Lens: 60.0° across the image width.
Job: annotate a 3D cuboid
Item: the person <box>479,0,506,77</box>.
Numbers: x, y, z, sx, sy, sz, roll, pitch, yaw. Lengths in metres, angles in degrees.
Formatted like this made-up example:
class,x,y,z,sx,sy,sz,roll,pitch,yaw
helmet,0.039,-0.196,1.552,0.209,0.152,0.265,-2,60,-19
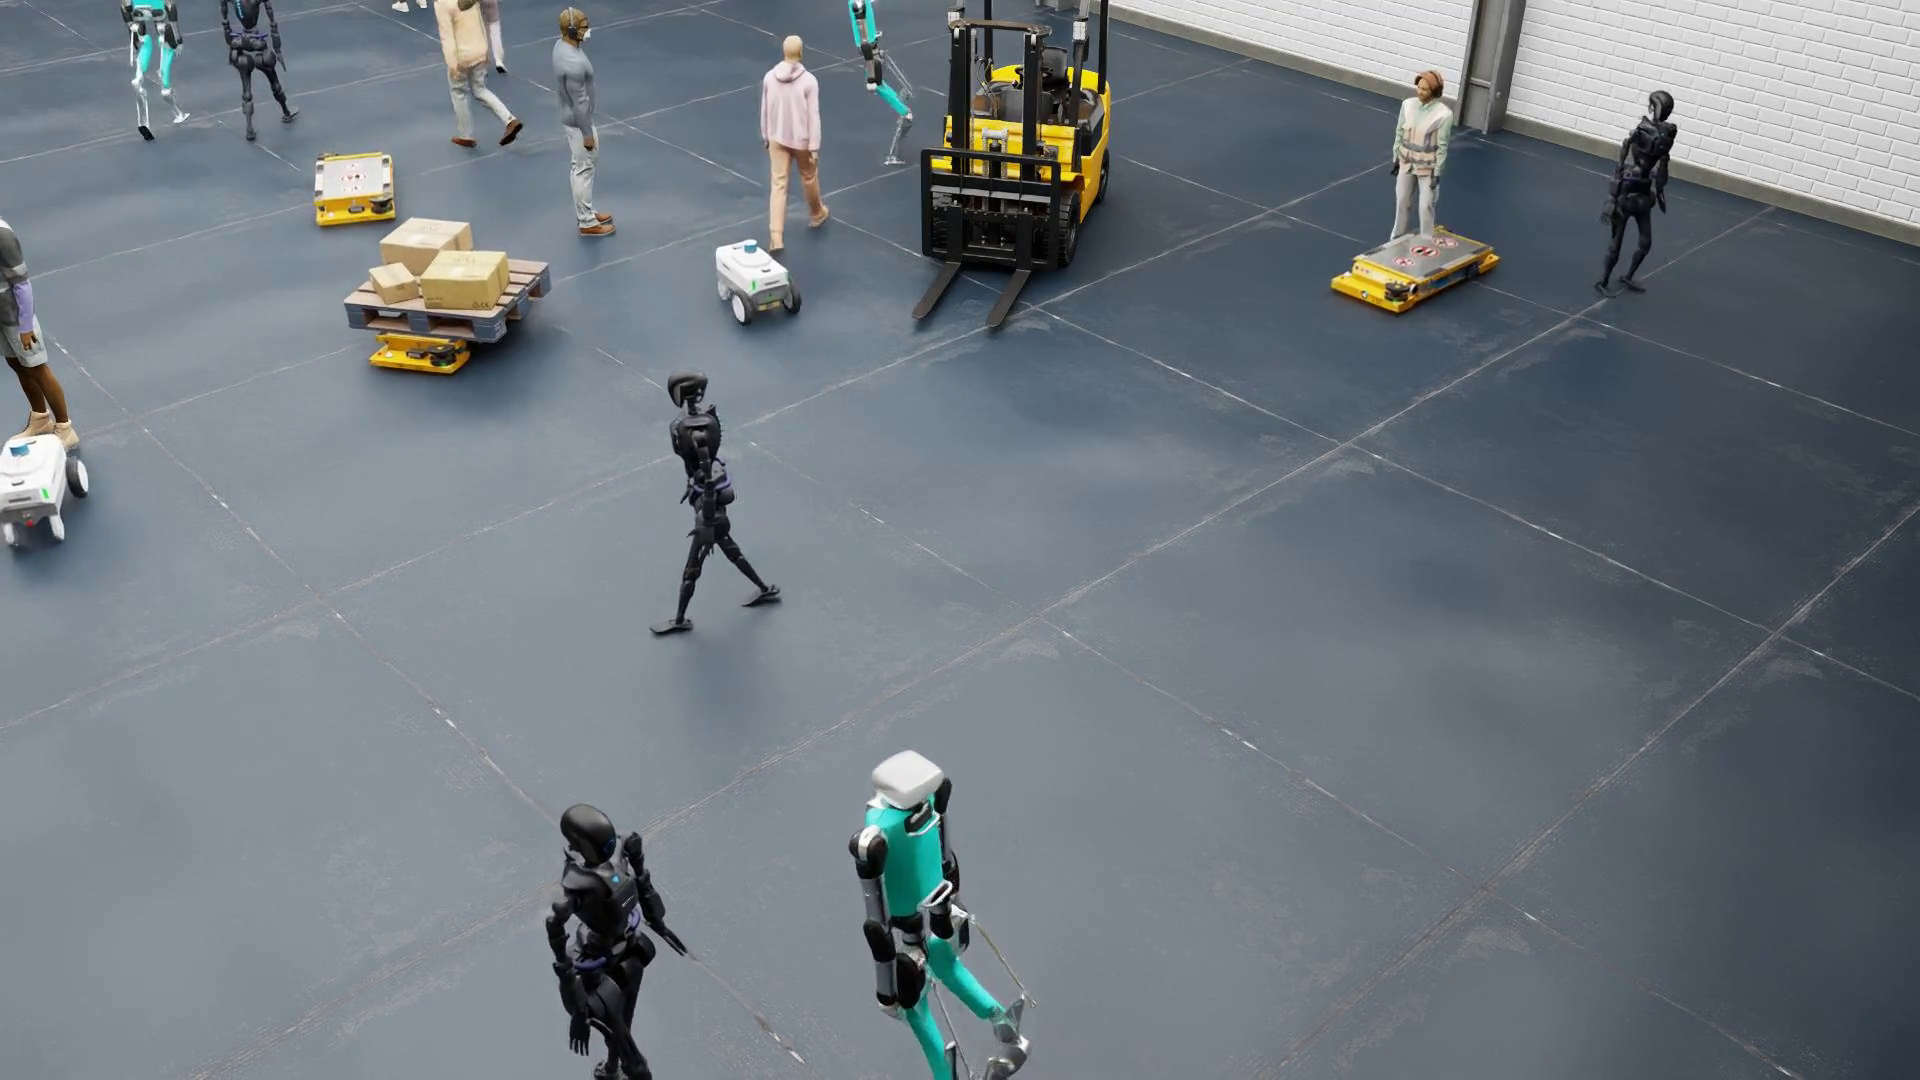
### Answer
class,x,y,z,sx,sy,sz,roll,pitch,yaw
person,-5.159,-5.827,17.763,0.543,1.757,0.329,-12,35,-17

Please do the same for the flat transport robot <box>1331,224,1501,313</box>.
class,x,y,z,sx,sy,sz,roll,pitch,yaw
flat transport robot,3.747,-2.235,13.608,1.431,0.231,0.659,-26,41,-34

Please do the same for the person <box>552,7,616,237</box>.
class,x,y,z,sx,sy,sz,roll,pitch,yaw
person,-3.209,-3.528,14.075,0.362,1.933,0.625,-11,35,-17

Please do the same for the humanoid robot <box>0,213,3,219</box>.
class,x,y,z,sx,sy,sz,roll,pitch,yaw
humanoid robot,-8.697,-3.484,14.186,0.598,1.787,0.808,-8,34,-12

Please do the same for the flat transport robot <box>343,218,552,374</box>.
class,x,y,z,sx,sy,sz,roll,pitch,yaw
flat transport robot,-3.878,-1.689,12.768,0.659,0.231,1.431,7,34,11

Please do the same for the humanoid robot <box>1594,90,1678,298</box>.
class,x,y,z,sx,sy,sz,roll,pitch,yaw
humanoid robot,5.306,-2.713,13.047,0.610,1.645,0.337,-15,36,-22

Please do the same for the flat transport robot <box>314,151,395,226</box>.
class,x,y,z,sx,sy,sz,roll,pitch,yaw
flat transport robot,-5.499,-3.219,15.121,0.659,0.231,1.431,-9,34,-14

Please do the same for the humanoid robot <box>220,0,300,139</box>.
class,x,y,z,sx,sy,sz,roll,pitch,yaw
humanoid robot,-6.945,-4.831,16.344,0.584,1.618,0.774,3,33,4

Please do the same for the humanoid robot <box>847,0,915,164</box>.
class,x,y,z,sx,sy,sz,roll,pitch,yaw
humanoid robot,-0.662,-4.375,15.556,0.745,1.786,0.540,-1,33,-2

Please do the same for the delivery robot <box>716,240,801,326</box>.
class,x,y,z,sx,sy,sz,roll,pitch,yaw
delivery robot,-1.618,-2.048,13.071,0.499,0.608,0.797,-19,38,-26

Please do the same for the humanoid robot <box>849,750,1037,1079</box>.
class,x,y,z,sx,sy,sz,roll,pitch,yaw
humanoid robot,-0.003,1.661,6.322,0.776,1.816,0.559,19,38,27

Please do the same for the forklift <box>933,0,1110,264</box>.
class,x,y,z,sx,sy,sz,roll,pitch,yaw
forklift,0.570,-3.725,14.138,1.214,2.155,2.313,9,34,13

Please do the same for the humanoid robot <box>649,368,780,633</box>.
class,x,y,z,sx,sy,sz,roll,pitch,yaw
humanoid robot,-1.423,-0.237,9.293,0.793,1.628,0.610,-10,34,-15

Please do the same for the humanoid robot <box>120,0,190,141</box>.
class,x,y,z,sx,sy,sz,roll,pitch,yaw
humanoid robot,-7.967,-4.808,16.224,0.541,1.761,0.961,-1,33,-1

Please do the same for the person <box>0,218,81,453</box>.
class,x,y,z,sx,sy,sz,roll,pitch,yaw
person,-6.229,-1.474,10.824,0.604,2.034,0.384,22,39,29

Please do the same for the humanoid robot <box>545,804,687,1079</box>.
class,x,y,z,sx,sy,sz,roll,pitch,yaw
humanoid robot,-1.295,1.632,6.385,0.584,1.639,0.599,16,36,23

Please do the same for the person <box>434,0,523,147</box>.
class,x,y,z,sx,sy,sz,roll,pitch,yaw
person,-4.654,-4.639,15.867,0.725,1.842,0.604,15,36,22

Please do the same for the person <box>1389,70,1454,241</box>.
class,x,y,z,sx,sy,sz,roll,pitch,yaw
person,3.747,-3.030,13.582,0.317,1.631,0.513,-25,40,-33

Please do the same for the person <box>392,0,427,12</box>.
class,x,y,z,sx,sy,sz,roll,pitch,yaw
person,-6.757,-7.313,19.947,0.809,1.865,0.421,-24,40,-32

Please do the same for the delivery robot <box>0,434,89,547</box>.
class,x,y,z,sx,sy,sz,roll,pitch,yaw
delivery robot,-5.837,-0.364,10.453,0.499,0.576,0.768,-10,34,-15

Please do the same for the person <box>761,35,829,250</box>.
class,x,y,z,sx,sy,sz,roll,pitch,yaw
person,-1.421,-3.352,13.986,0.558,1.732,0.993,7,34,11
